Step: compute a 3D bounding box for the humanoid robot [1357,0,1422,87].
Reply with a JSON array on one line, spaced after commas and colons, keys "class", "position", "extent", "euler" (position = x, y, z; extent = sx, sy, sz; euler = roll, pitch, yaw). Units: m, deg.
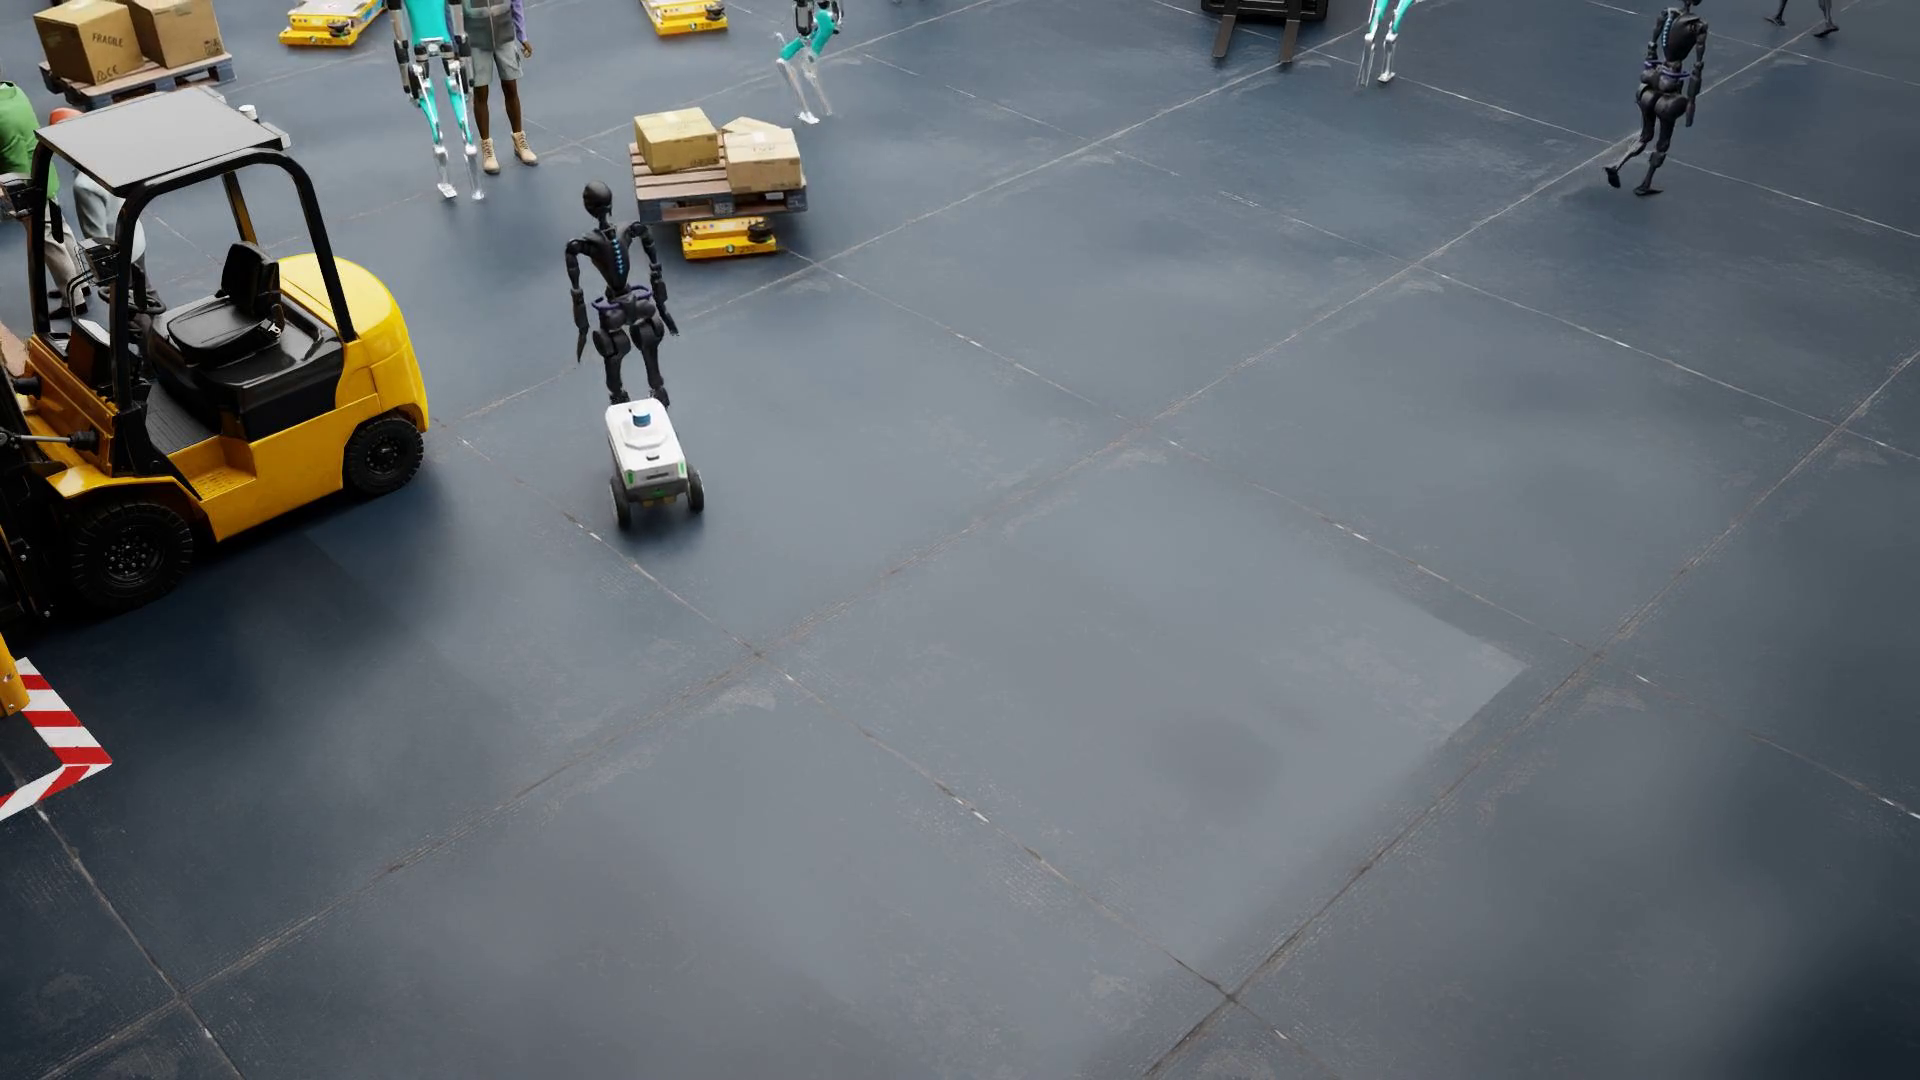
[{"class": "humanoid robot", "position": [3.655, -4.633, 14.067], "extent": [0.545, 1.891, 0.771], "euler": [22, 42, 26]}]

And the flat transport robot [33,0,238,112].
[{"class": "flat transport robot", "position": [-6.855, -3.729, 13.989], "extent": [1.431, 0.231, 0.659], "euler": [30, 46, 34]}]

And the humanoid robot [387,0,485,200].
[{"class": "humanoid robot", "position": [-3.786, -3.273, 12.163], "extent": [0.541, 1.791, 0.784], "euler": [-12, 38, -16]}]

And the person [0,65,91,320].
[{"class": "person", "position": [-6.057, -2.298, 10.808], "extent": [0.384, 1.784, 0.537], "euler": [-9, 38, -12]}]

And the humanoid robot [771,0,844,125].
[{"class": "humanoid robot", "position": [-1.255, -4.230, 13.452], "extent": [0.713, 1.807, 0.541], "euler": [24, 43, 28]}]

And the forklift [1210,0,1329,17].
[{"class": "forklift", "position": [3.106, -6.400, 15.960], "extent": [1.214, 2.155, 2.313], "euler": [8, 37, 10]}]

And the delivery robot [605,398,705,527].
[{"class": "delivery robot", "position": [-1.763, -0.459, 9.383], "extent": [0.499, 0.608, 0.803], "euler": [-12, 38, -16]}]

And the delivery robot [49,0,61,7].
[{"class": "delivery robot", "position": [-8.700, -5.530, 16.165], "extent": [0.499, 0.600, 0.802], "euler": [-25, 43, -30]}]

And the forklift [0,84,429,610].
[{"class": "forklift", "position": [-4.145, -1.093, 8.856], "extent": [2.313, 2.155, 1.214], "euler": [-31, 47, -34]}]

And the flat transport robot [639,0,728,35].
[{"class": "flat transport robot", "position": [-2.709, -5.190, 15.944], "extent": [0.659, 0.231, 1.431], "euler": [-12, 38, -15]}]

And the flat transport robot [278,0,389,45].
[{"class": "flat transport robot", "position": [-5.837, -5.005, 15.696], "extent": [0.659, 0.231, 1.431], "euler": [3, 37, 4]}]

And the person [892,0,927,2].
[{"class": "person", "position": [-0.496, -6.087, 15.751], "extent": [0.632, 1.940, 0.369], "euler": [-2, 37, -3]}]

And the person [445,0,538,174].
[{"class": "person", "position": [-3.564, -3.809, 12.615], "extent": [0.604, 2.045, 0.375], "euler": [-19, 41, -23]}]

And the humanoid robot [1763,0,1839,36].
[{"class": "humanoid robot", "position": [7.859, -5.434, 15.134], "extent": [0.589, 1.643, 0.748], "euler": [-10, 38, -13]}]

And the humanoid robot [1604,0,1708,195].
[{"class": "humanoid robot", "position": [5.168, -3.328, 12.274], "extent": [0.470, 1.637, 0.583], "euler": [-13, 39, -17]}]

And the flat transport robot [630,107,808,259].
[{"class": "flat transport robot", "position": [-1.780, -2.502, 12.346], "extent": [0.659, 0.231, 1.431], "euler": [-7, 37, -9]}]

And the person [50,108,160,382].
[{"class": "person", "position": [-5.184, -1.804, 10.181], "extent": [0.350, 1.740, 0.573], "euler": [-4, 37, -5]}]

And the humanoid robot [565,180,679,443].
[{"class": "humanoid robot", "position": [-1.906, -1.251, 9.498], "extent": [0.613, 1.635, 0.459], "euler": [-22, 42, -27]}]
